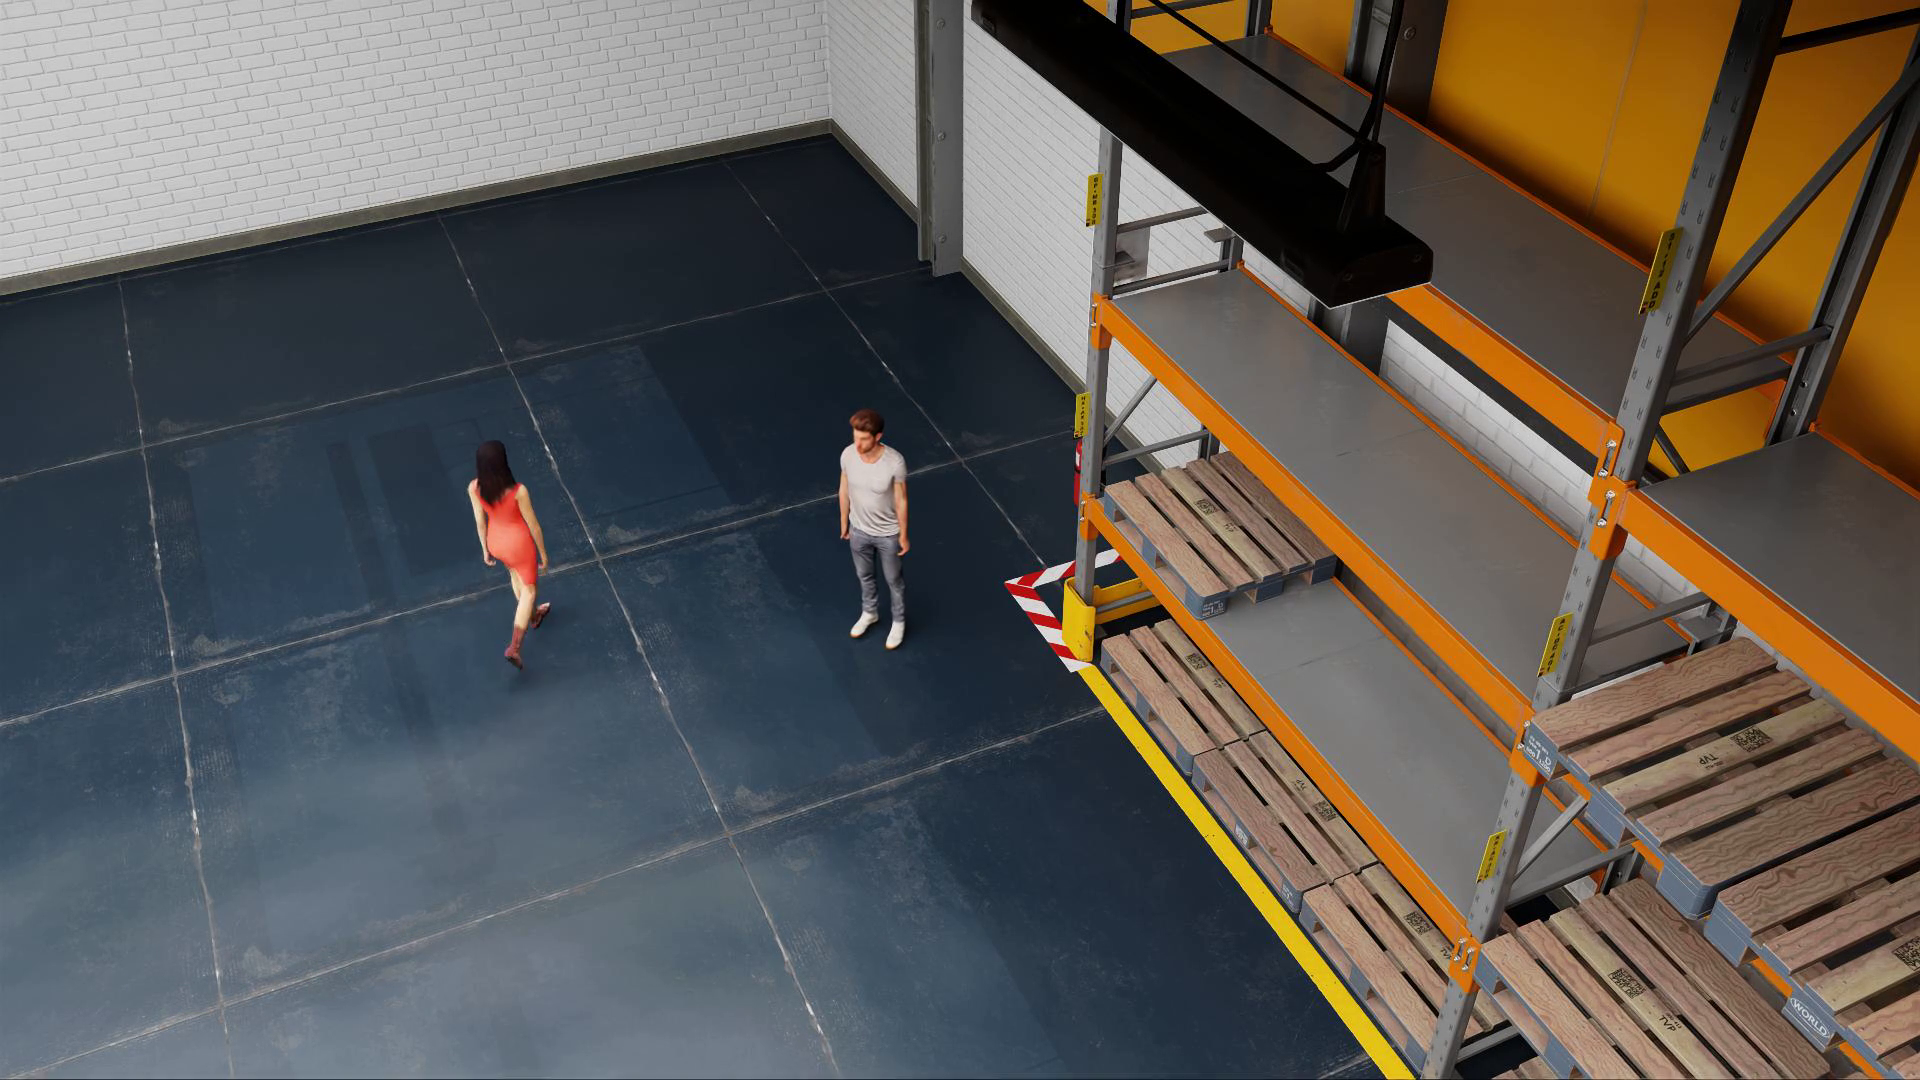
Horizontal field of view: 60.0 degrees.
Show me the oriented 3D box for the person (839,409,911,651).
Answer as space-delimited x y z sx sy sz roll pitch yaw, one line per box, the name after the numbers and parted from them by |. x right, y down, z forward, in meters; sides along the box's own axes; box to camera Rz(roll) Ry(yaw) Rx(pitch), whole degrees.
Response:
-0.561 -0.100 11.276 0.740 1.889 0.803 14 41 16 | person

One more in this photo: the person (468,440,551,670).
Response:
-3.033 0.104 11.173 0.970 1.699 1.128 6 39 7 | person
